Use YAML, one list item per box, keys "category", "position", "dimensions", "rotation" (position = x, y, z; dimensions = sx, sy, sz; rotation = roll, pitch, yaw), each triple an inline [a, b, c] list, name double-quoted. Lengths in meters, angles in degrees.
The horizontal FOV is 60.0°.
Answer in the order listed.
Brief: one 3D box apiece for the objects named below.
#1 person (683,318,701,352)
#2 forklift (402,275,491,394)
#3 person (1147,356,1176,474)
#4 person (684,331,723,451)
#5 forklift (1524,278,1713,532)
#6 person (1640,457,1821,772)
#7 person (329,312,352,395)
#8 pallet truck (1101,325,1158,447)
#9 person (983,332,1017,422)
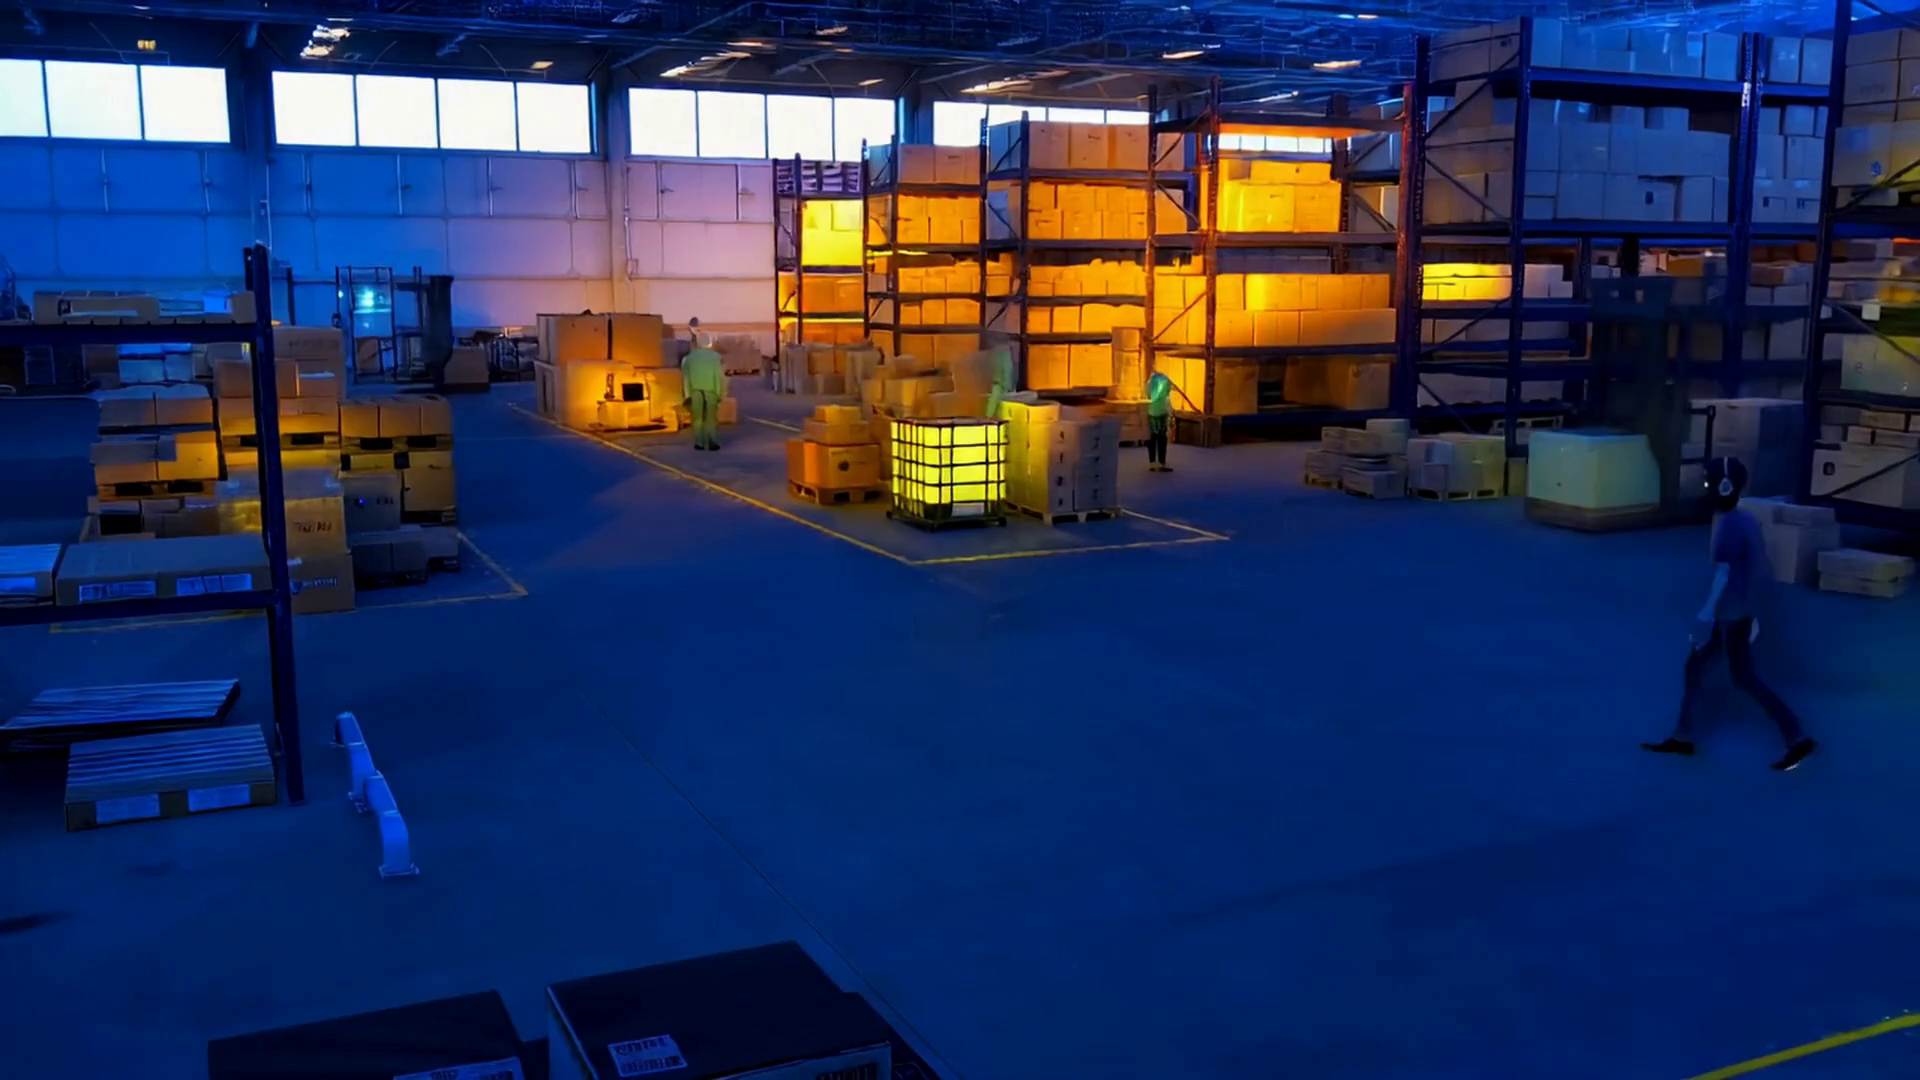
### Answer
- category: "person"
  position: [-5.995, -4.097, 37.669]
  dimensions: [1.044, 1.870, 0.556]
  rotation: [9, 13, 44]
- category: "forklift"
  position: [-12.073, -4.806, 38.902]
  dimensions: [1.873, 2.768, 1.129]
  rotation: [-4, 10, -25]
- category: "person"
  position: [2.900, -1.800, 23.916]
  dimensions: [0.316, 1.695, 0.541]
  rotation: [-5, 10, -27]
- category: "person"
  position: [-4.147, -2.412, 26.970]
  dimensions: [0.635, 1.935, 0.349]
  rotation: [2, 9, 14]
- category: "forklift"
  position: [7.527, -1.581, 18.896]
  dimensions: [1.873, 2.768, 1.129]
  rotation: [-4, 10, -25]
- category: "person"
  position: [4.567, 0.428, 9.707]
  dimensions: [0.926, 1.830, 0.502]
  rotation: [4, 10, 23]
- category: "person"
  position: [-14.073, -4.159, 37.670]
  dimensions: [0.439, 1.979, 0.648]
  rotation: [0, 9, 1]
- category: "pallet truck"
  position: [2.881, -2.596, 27.923]
  dimensions: [0.823, 1.965, 1.885]
  rotation: [-1, 9, -7]
- category: "person"
  position: [0.853, -2.887, 30.349]
  dimensions: [1.004, 1.791, 0.652]
  rotation: [-3, 10, -20]
